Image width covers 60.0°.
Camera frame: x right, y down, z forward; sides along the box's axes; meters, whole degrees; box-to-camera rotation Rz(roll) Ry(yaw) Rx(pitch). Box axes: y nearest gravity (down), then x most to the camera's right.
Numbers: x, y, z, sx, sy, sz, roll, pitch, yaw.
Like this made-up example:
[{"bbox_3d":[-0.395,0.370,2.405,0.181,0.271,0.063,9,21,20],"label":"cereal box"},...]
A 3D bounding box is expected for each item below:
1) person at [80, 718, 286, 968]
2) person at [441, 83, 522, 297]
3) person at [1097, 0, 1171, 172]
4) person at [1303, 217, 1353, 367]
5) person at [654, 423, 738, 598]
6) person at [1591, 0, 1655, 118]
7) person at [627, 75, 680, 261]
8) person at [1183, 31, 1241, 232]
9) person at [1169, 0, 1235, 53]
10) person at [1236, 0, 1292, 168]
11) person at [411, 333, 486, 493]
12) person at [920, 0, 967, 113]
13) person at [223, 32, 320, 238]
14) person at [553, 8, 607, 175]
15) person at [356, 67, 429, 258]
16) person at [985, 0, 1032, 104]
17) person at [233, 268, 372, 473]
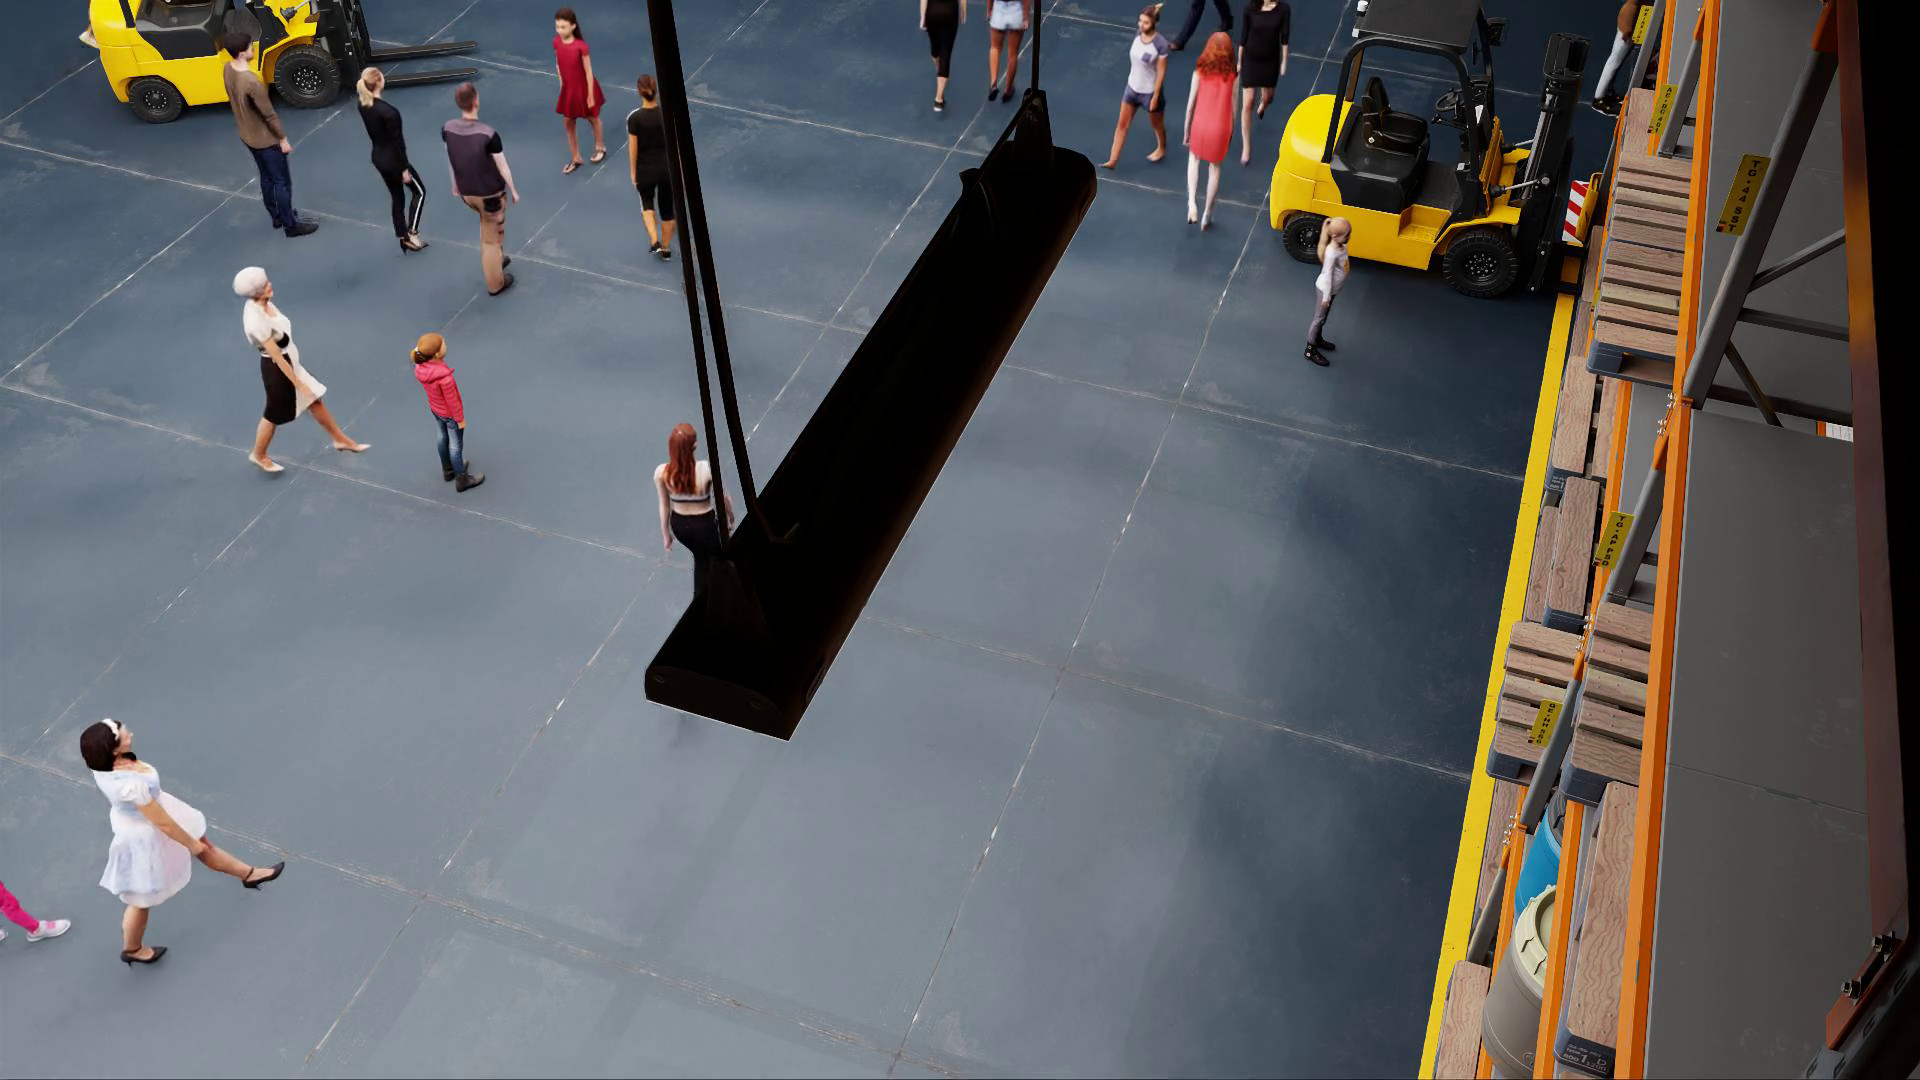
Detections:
[{"bbox_3d":[-4.428,1.689,8.946,1.288,1.751,0.996,-33,53,-30],"label":"person"},{"bbox_3d":[-3.970,-2.813,13.623,0.715,1.818,0.716,16,46,17],"label":"person"},{"bbox_3d":[1.749,-4.117,15.170,1.102,1.572,0.881,-32,52,-29],"label":"person"},{"bbox_3d":[2.913,-2.001,13.162,0.554,1.278,0.427,16,46,16],"label":"person"},{"bbox_3d":[-1.707,0.042,10.723,0.831,1.685,1.261,3,44,4],"label":"person"},{"bbox_3d":[6.429,-4.981,15.901,0.753,1.816,0.548,25,49,24],"label":"person"},{"bbox_3d":[-2.540,-3.079,14.023,0.753,1.652,0.804,-16,46,-16],"label":"person"},{"bbox_3d":[2.140,-3.431,14.279,0.621,1.809,0.740,10,45,11],"label":"person"},{"bbox_3d":[2.604,-5.866,16.845,1.313,1.795,1.219,-21,47,-21],"label":"person"},{"bbox_3d":[2.778,-4.391,15.318,0.804,1.766,1.132,1,44,2],"label":"person"},{"bbox_3d":[-3.726,-0.929,12.011,0.592,1.314,0.575,-34,53,-31],"label":"person"},{"bbox_3d":[-0.184,-4.961,15.981,0.705,1.676,1.202,7,44,8],"label":"person"},{"bbox_3d":[-6.013,-3.498,14.301,0.729,1.874,0.678,23,48,22],"label":"person"},{"bbox_3d":[-3.465,-4.187,15.273,0.582,1.532,0.780,12,45,12],"label":"person"},{"bbox_3d":[-4.868,-3.133,14.055,0.670,1.685,0.630,26,50,25],"label":"person"},{"bbox_3d":[0.439,-4.955,15.934,0.651,1.732,0.807,9,44,9],"label":"person"},{"bbox_3d":[-4.974,-1.147,11.954,1.040,1.708,1.109,-9,44,-9],"label":"person"}]
